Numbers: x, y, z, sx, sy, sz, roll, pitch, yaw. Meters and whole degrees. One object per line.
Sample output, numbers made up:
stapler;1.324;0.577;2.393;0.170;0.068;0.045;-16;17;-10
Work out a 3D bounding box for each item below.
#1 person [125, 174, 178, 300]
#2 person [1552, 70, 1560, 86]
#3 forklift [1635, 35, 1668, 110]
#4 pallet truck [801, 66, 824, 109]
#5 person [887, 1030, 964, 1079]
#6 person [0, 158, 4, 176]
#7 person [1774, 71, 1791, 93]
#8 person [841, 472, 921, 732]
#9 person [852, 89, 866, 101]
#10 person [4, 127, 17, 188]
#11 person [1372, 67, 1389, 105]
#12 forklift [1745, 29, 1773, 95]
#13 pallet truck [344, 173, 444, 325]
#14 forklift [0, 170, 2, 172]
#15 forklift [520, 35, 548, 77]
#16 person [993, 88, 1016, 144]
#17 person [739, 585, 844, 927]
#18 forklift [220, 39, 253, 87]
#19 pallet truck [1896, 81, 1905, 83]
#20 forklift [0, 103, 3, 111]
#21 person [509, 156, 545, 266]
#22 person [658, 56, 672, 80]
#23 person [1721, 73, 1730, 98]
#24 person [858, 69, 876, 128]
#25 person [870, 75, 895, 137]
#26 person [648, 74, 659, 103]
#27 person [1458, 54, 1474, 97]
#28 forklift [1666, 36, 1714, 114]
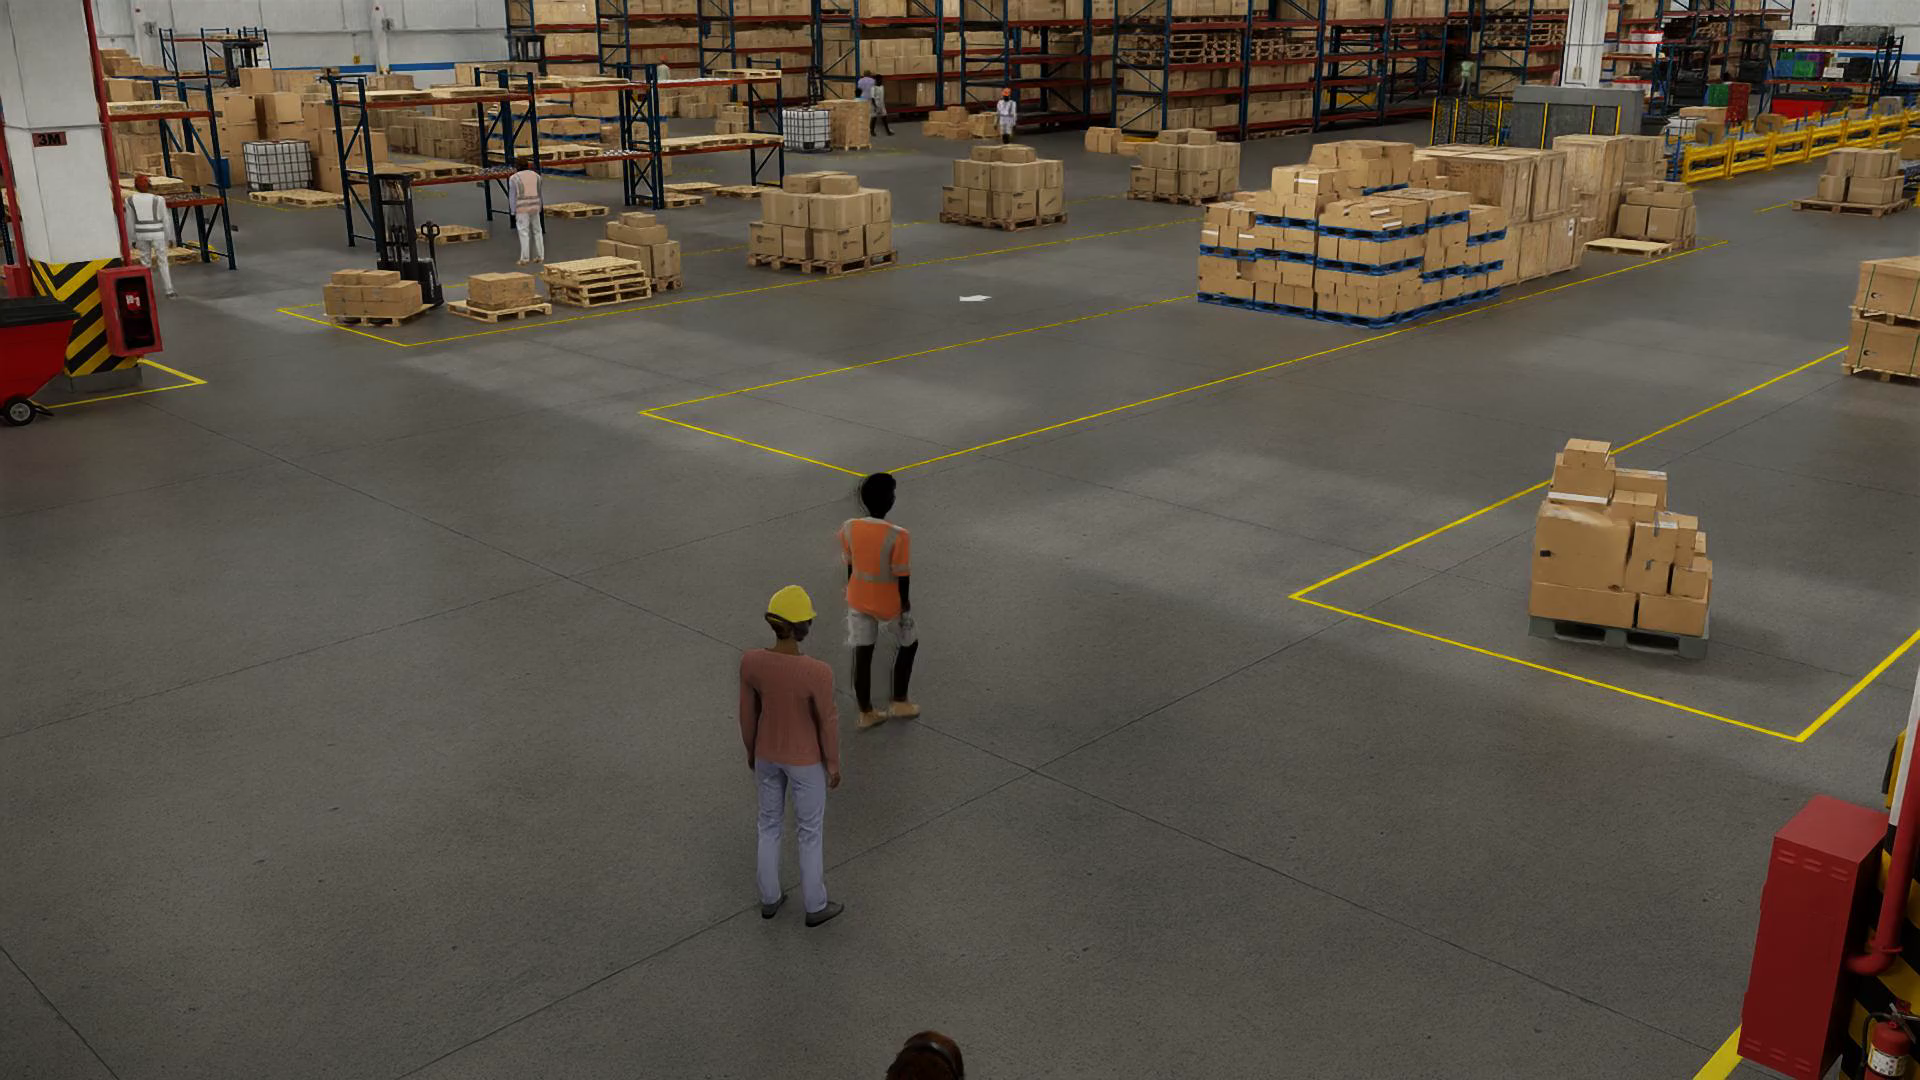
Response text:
person;-12.191;-4.556;25.063;0.585;1.882;0.337;-3;19;-10
person;22.403;-16.827;62.072;0.642;1.864;0.959;5;19;13
forklift;26.439;-17.975;63.938;1.129;2.768;1.873;17;25;41
pallet truck;-4.812;-15.182;56.903;0.823;1.965;1.885;-9;21;-26
person;-0.074;2.206;4.836;0.647;1.787;0.973;4;19;12
person;-21.814;-8.649;37.555;0.992;1.787;0.505;1;18;2
person;32.210;-17.859;65.074;0.649;1.922;0.697;9;20;25
person;-0.465;0.377;10.506;0.553;1.677;0.567;12;22;31
person;-3.049;-12.759;50.148;0.545;1.653;0.889;-13;22;-33
person;-21.144;-8.605;37.238;1.021;1.891;0.646;16;24;40
person;16.870;-18.066;66.223;0.871;1.582;0.527;10;21;29
forklift;35.337;-21.246;73.792;1.129;2.768;1.873;17;25;41
pallet truck;-8.209;-4.181;23.757;0.823;1.965;1.885;3;19;9
forklift;-24.029;-10.894;42.603;1.129;2.768;1.873;17;25;41
forklift;-16.235;-17.864;63.605;1.873;2.768;1.129;17;25;41
person;1.228;-11.530;46.039;0.570;1.901;0.780;8;20;24
person;-0.832;1.073;8.293;0.532;1.765;0.328;7;20;21
forklift;-25.485;-16.302;58.898;1.873;2.768;1.129;17;25;41
pallet truck;34.802;-16.331;61.455;0.653;1.274;1.630;17;25;41
forklift;-29.010;-14.010;51.991;1.129;2.768;1.873;15;24;38
person;-7.366;-5.581;28.242;0.431;1.835;0.624;16;24;39
person;-11.532;-18.020;65.490;0.779;1.965;0.630;-17;25;-42
person;27.137;-15.723;59.017;0.455;1.682;0.554;-1;18;-2
person;-3.123;-14.879;56.090;0.628;1.935;0.373;4;19;13
person;-2.487;-13.725;52.625;0.968;1.918;0.629;16;24;40
person;-9.871;-13.999;53.459;0.391;1.922;0.593;7;20;21
person;21.866;-20.045;71.836;0.576;1.816;0.869;14;23;37
forklift;27.341;-17.291;61.877;1.129;2.768;1.873;17;25;41
